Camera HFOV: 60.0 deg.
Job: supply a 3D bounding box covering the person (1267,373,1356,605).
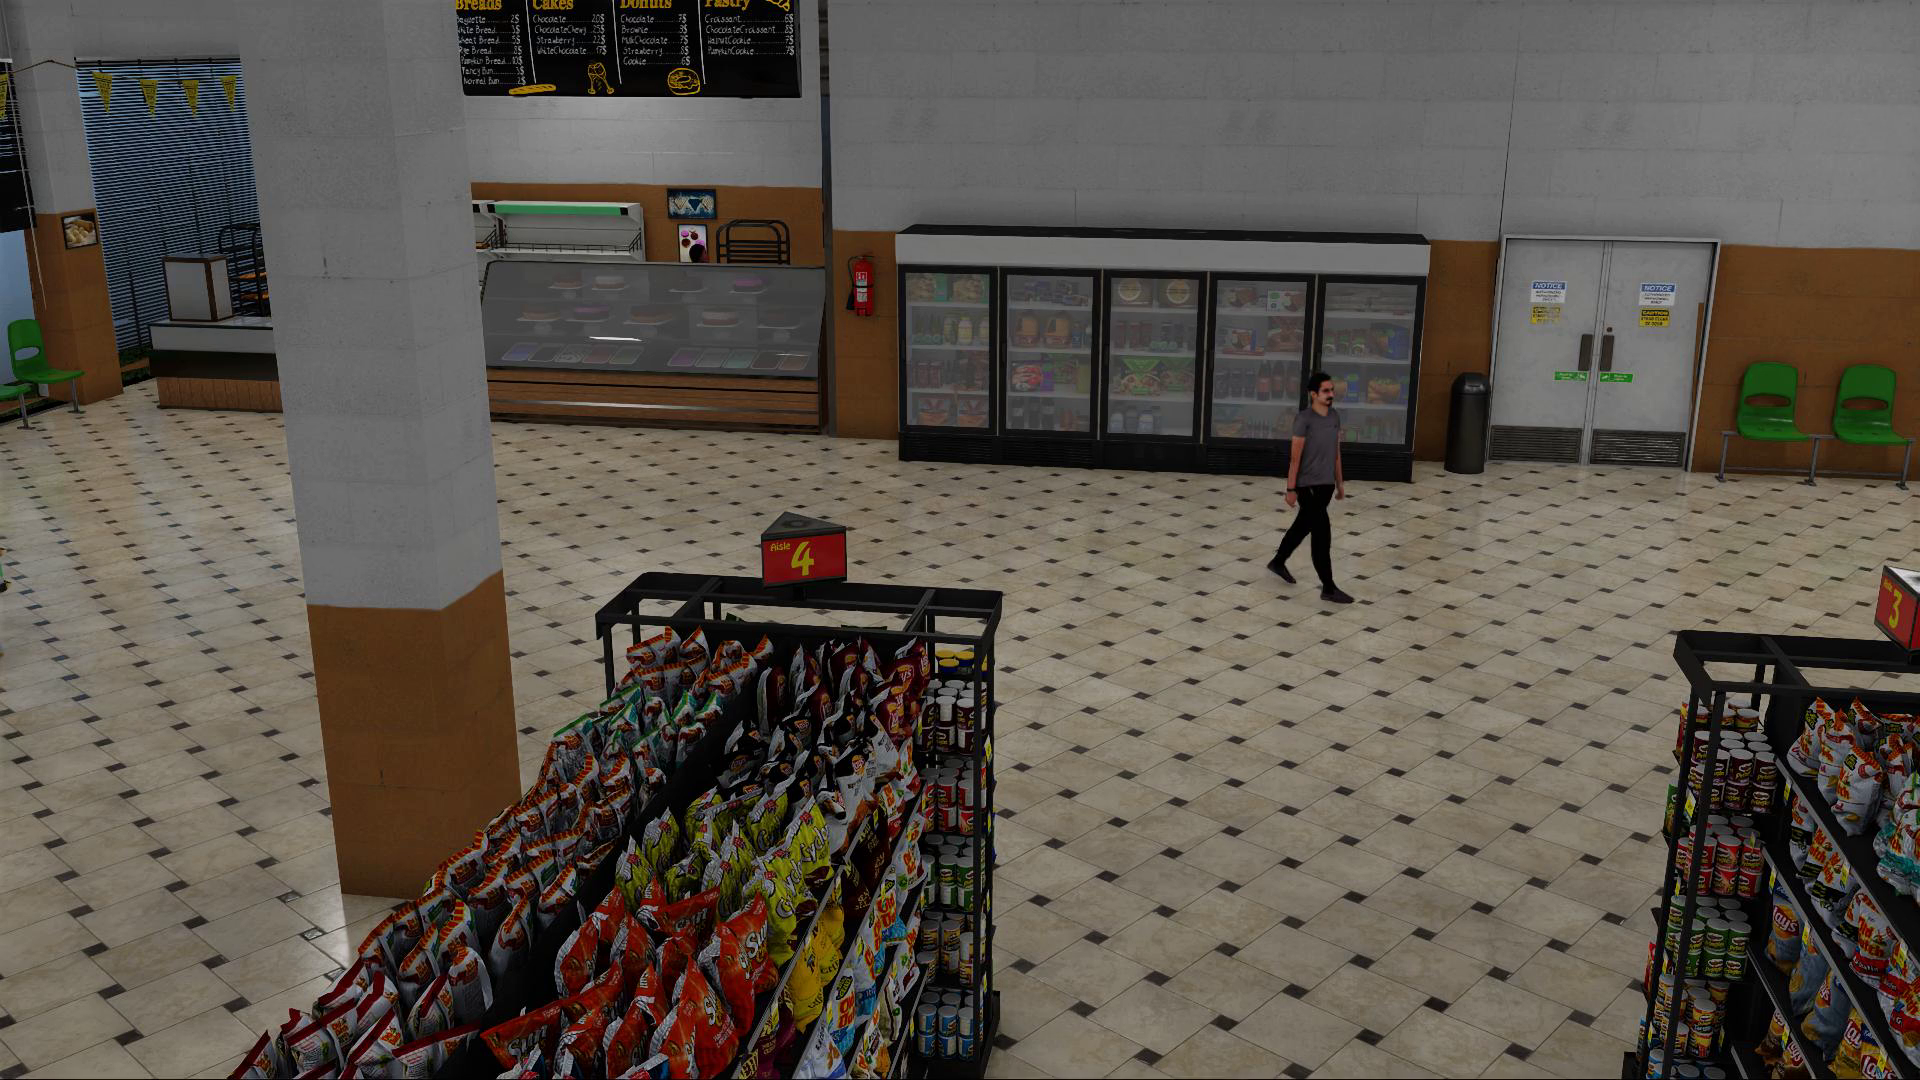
[{"bbox_3d":[2.658,-0.421,12.787,1.152,1.719,1.137,-14,22,-39],"label":"person"}]
